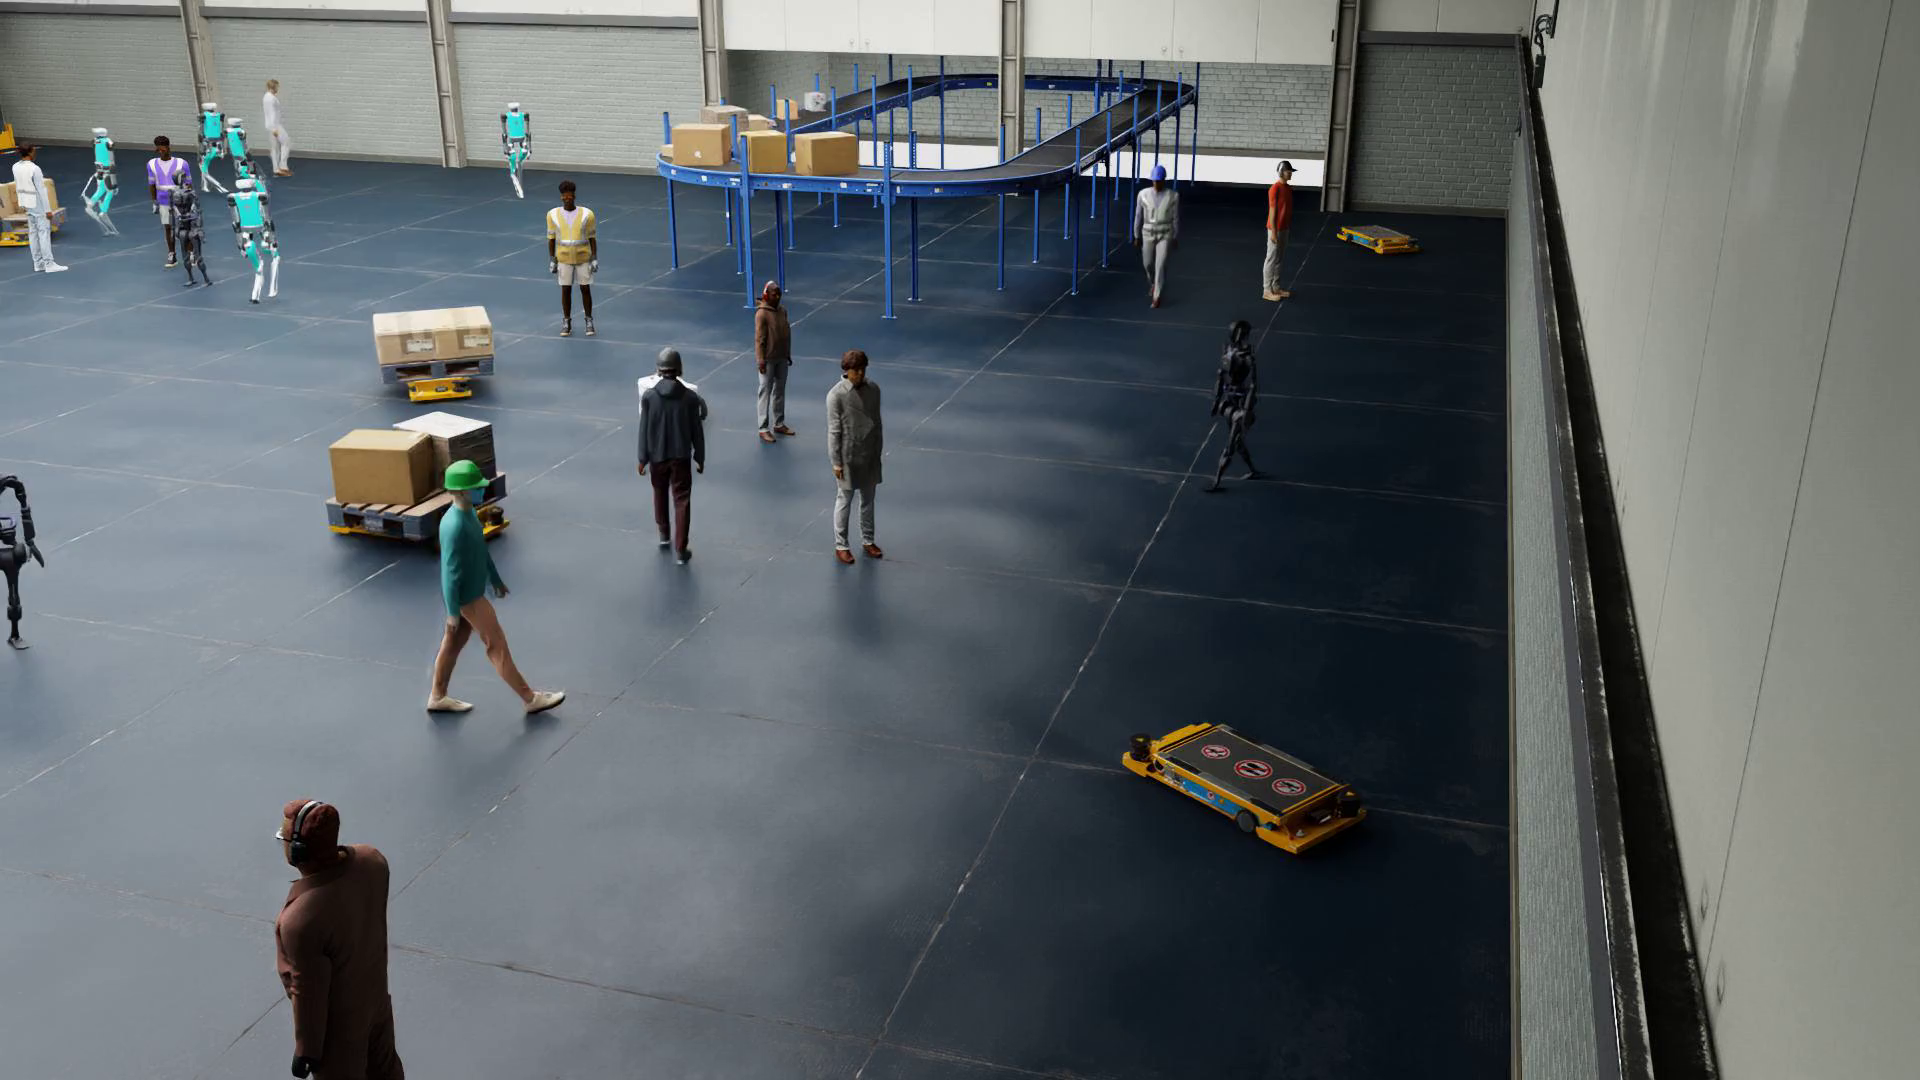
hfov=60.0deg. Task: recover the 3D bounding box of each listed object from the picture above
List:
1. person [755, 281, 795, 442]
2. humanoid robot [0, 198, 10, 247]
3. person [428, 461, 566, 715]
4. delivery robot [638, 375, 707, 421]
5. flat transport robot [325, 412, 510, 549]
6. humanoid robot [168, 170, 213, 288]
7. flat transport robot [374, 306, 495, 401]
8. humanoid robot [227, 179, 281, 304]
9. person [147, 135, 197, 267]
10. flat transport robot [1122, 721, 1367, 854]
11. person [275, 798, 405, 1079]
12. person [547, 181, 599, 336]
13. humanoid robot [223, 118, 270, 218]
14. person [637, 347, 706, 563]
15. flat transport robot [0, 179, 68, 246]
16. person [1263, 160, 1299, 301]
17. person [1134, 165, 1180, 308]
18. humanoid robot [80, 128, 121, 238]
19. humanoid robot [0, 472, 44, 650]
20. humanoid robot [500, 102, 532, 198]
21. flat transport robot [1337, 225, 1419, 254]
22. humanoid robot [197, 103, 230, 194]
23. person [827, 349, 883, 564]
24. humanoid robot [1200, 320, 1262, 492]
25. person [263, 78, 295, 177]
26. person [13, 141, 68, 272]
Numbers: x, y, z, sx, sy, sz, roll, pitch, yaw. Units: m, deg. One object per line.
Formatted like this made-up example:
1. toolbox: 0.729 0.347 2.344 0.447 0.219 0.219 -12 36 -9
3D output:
1. person: -1.917 -1.844 17.033 0.309 1.651 0.467 15 26 34
2. humanoid robot: -15.505 -5.472 26.443 0.589 1.647 0.326 6 22 15
3. person: -3.215 0.335 11.143 0.952 1.818 0.545 -2 21 -6
4. delivery robot: -3.112 -1.534 17.739 0.757 0.580 0.499 20 29 41
5. flat transport robot: -4.759 -0.178 14.640 1.431 0.231 0.659 8 22 19
6. humanoid robot: -11.022 -4.446 23.748 0.597 1.656 0.326 6 22 16
7. flat transport robot: -5.973 -1.872 19.033 0.659 0.231 1.431 -7 22 -18
8. humanoid robot: -9.554 -4.068 22.668 0.546 1.735 0.985 -2 21 -6
9. person: -11.857 -5.100 25.049 0.612 1.963 0.362 -4 21 -10
10. flat transport robot: 1.744 1.489 10.315 0.659 0.231 1.431 -17 27 -37
11. person: -2.585 1.928 6.902 0.410 1.909 0.639 4 21 9
12. person: -4.897 -3.567 21.073 0.612 1.962 0.361 -3 21 -9
13. humanoid robot: -12.245 -6.409 28.763 0.545 1.780 0.697 15 25 33
14. person: -2.422 -0.740 14.015 0.561 1.769 0.771 -2 21 -5
15. flat transport robot: -15.370 -5.023 27.205 0.659 0.231 1.431 -3 21 -8
16. person: 4.446 -4.285 23.013 0.393 1.912 0.476 15 26 35
17. person: 2.703 -4.192 22.768 0.622 1.920 0.819 6 22 15
18. humanoid robot: -14.101 -5.773 27.189 0.547 1.847 0.680 15 25 33
19. humanoid robot: -7.045 0.047 12.118 0.594 1.641 0.375 -13 24 -29
20. humanoid robot: -8.357 -7.346 31.209 0.533 1.770 0.961 -10 23 -24
21. flat transport robot: 6.703 -4.827 26.698 0.659 0.231 1.431 -6 22 -16
22. humanoid robot: -14.108 -7.304 31.109 0.965 1.732 0.532 12 24 29
23. person: -0.860 -0.698 13.842 0.498 1.825 0.371 -14 25 -33
24. humanoid robot: 2.600 -1.275 15.596 0.787 1.626 0.599 -10 23 -25
25. person: -13.579 -8.224 33.204 0.534 1.920 0.653 -9 23 -23
26. person: -13.740 -4.945 24.716 0.598 1.915 0.377 11 24 27
